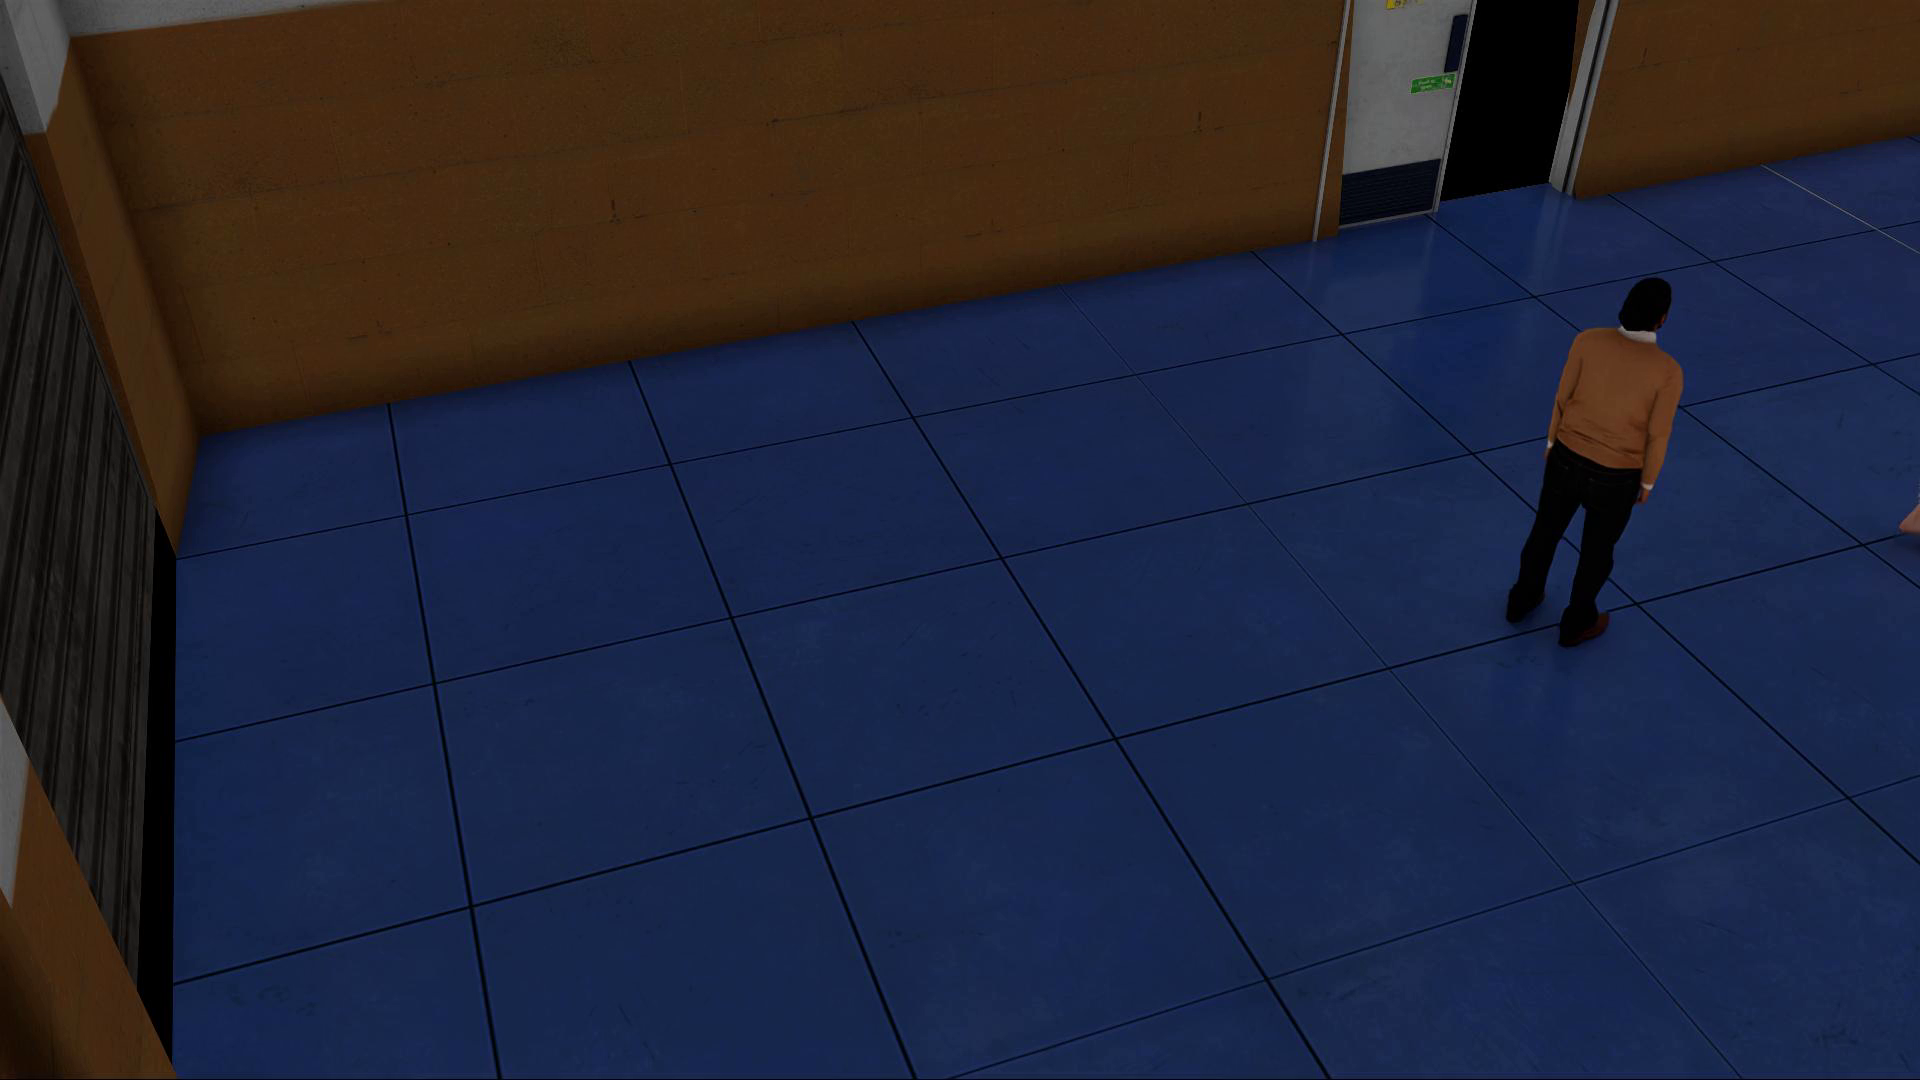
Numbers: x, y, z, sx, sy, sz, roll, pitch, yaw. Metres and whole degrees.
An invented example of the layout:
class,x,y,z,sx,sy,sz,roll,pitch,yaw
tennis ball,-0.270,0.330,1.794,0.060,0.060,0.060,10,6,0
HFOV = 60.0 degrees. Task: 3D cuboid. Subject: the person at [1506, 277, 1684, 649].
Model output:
class,x,y,z,sx,sy,sz,roll,pitch,yaw
person,2.716,-0.318,7.114,0.670,1.750,0.801,28,45,32
